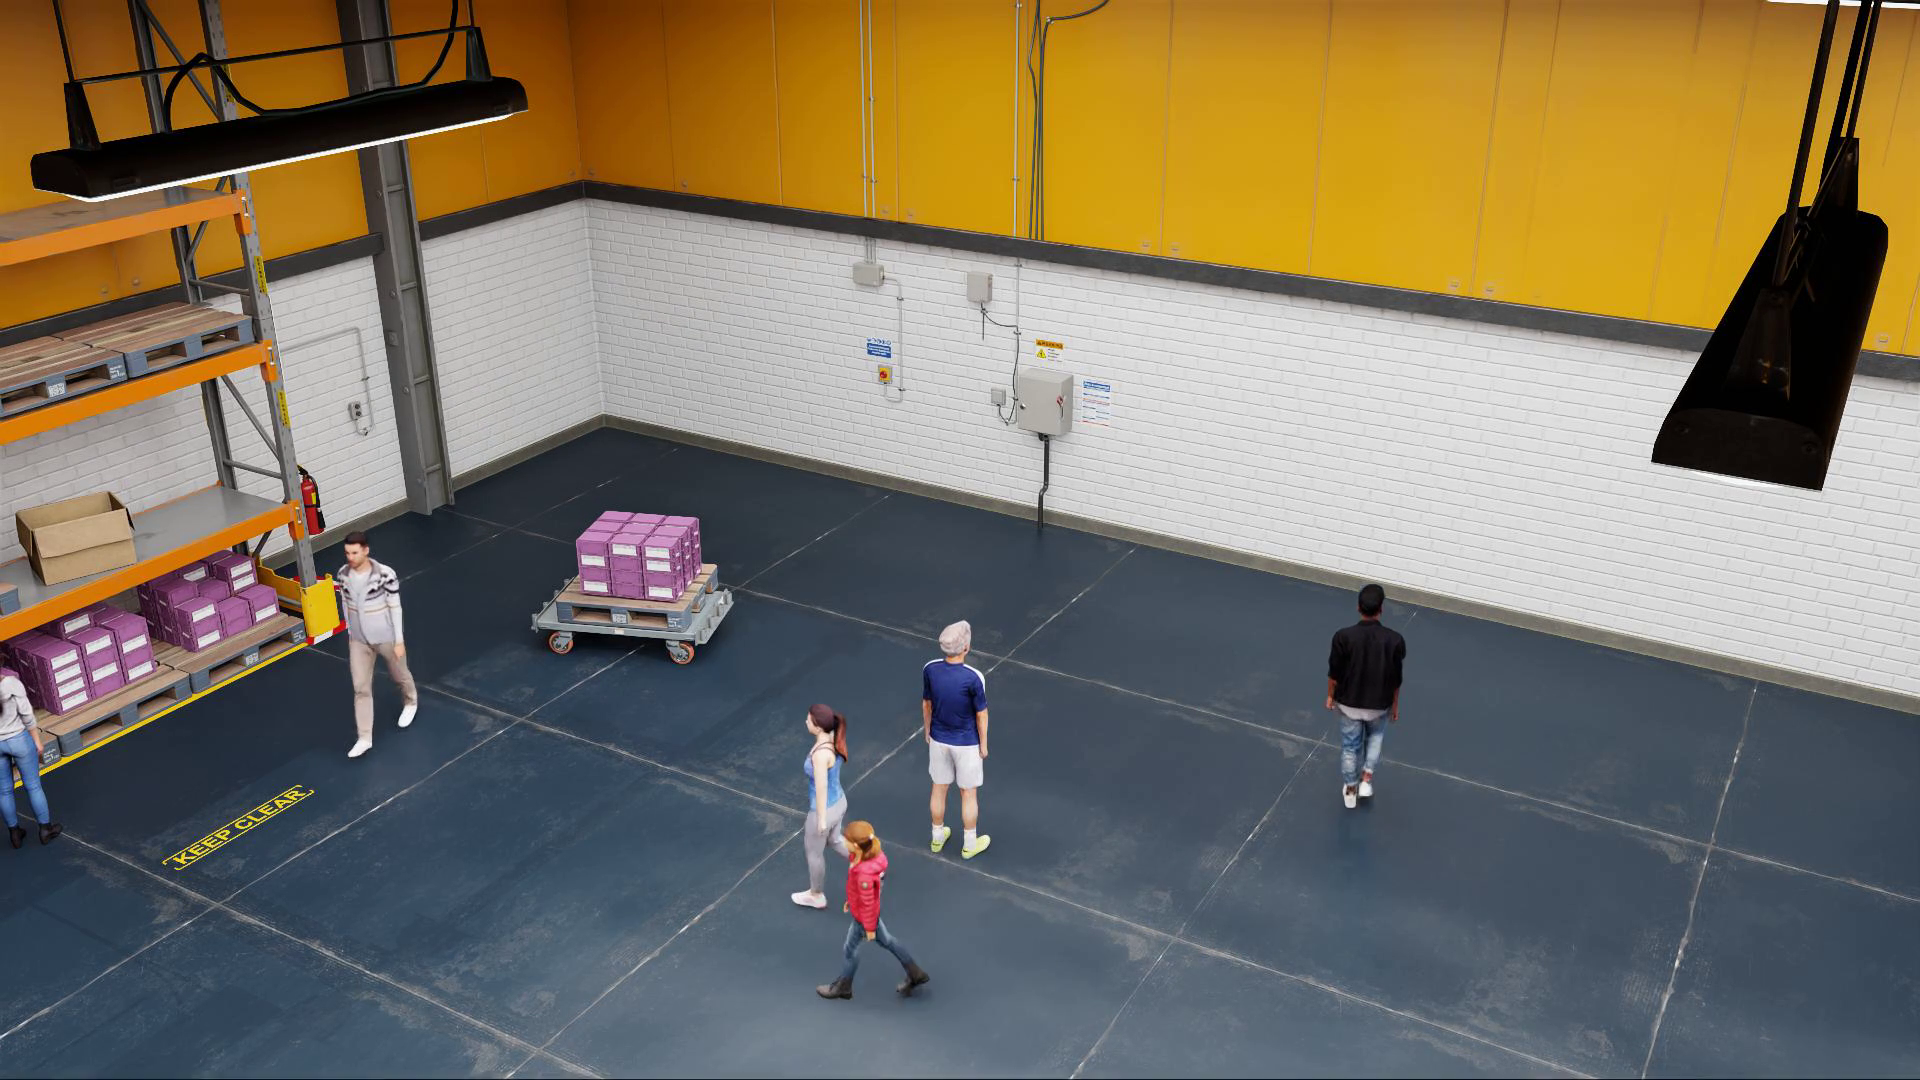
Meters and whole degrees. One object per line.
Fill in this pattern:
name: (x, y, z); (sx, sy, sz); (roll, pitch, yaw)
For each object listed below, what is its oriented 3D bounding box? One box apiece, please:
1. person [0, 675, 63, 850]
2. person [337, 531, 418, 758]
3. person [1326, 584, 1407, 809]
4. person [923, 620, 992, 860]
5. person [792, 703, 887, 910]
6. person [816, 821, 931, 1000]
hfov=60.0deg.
person: (-6.898, 1.482, 12.051); (0.674, 1.633, 0.713); (-4, 24, -9)
person: (-4.688, 0.757, 13.484); (1.013, 1.813, 1.276); (3, 24, 6)
person: (3.023, 1.219, 12.438); (0.804, 1.804, 0.786); (4, 24, 10)
person: (-0.036, 1.424, 11.930); (0.654, 1.836, 0.563); (10, 25, 21)
person: (-0.844, 1.824, 11.313); (0.730, 1.597, 0.880); (7, 25, 16)
person: (-0.509, 2.355, 10.489); (0.852, 1.284, 0.950); (0, 24, 1)
